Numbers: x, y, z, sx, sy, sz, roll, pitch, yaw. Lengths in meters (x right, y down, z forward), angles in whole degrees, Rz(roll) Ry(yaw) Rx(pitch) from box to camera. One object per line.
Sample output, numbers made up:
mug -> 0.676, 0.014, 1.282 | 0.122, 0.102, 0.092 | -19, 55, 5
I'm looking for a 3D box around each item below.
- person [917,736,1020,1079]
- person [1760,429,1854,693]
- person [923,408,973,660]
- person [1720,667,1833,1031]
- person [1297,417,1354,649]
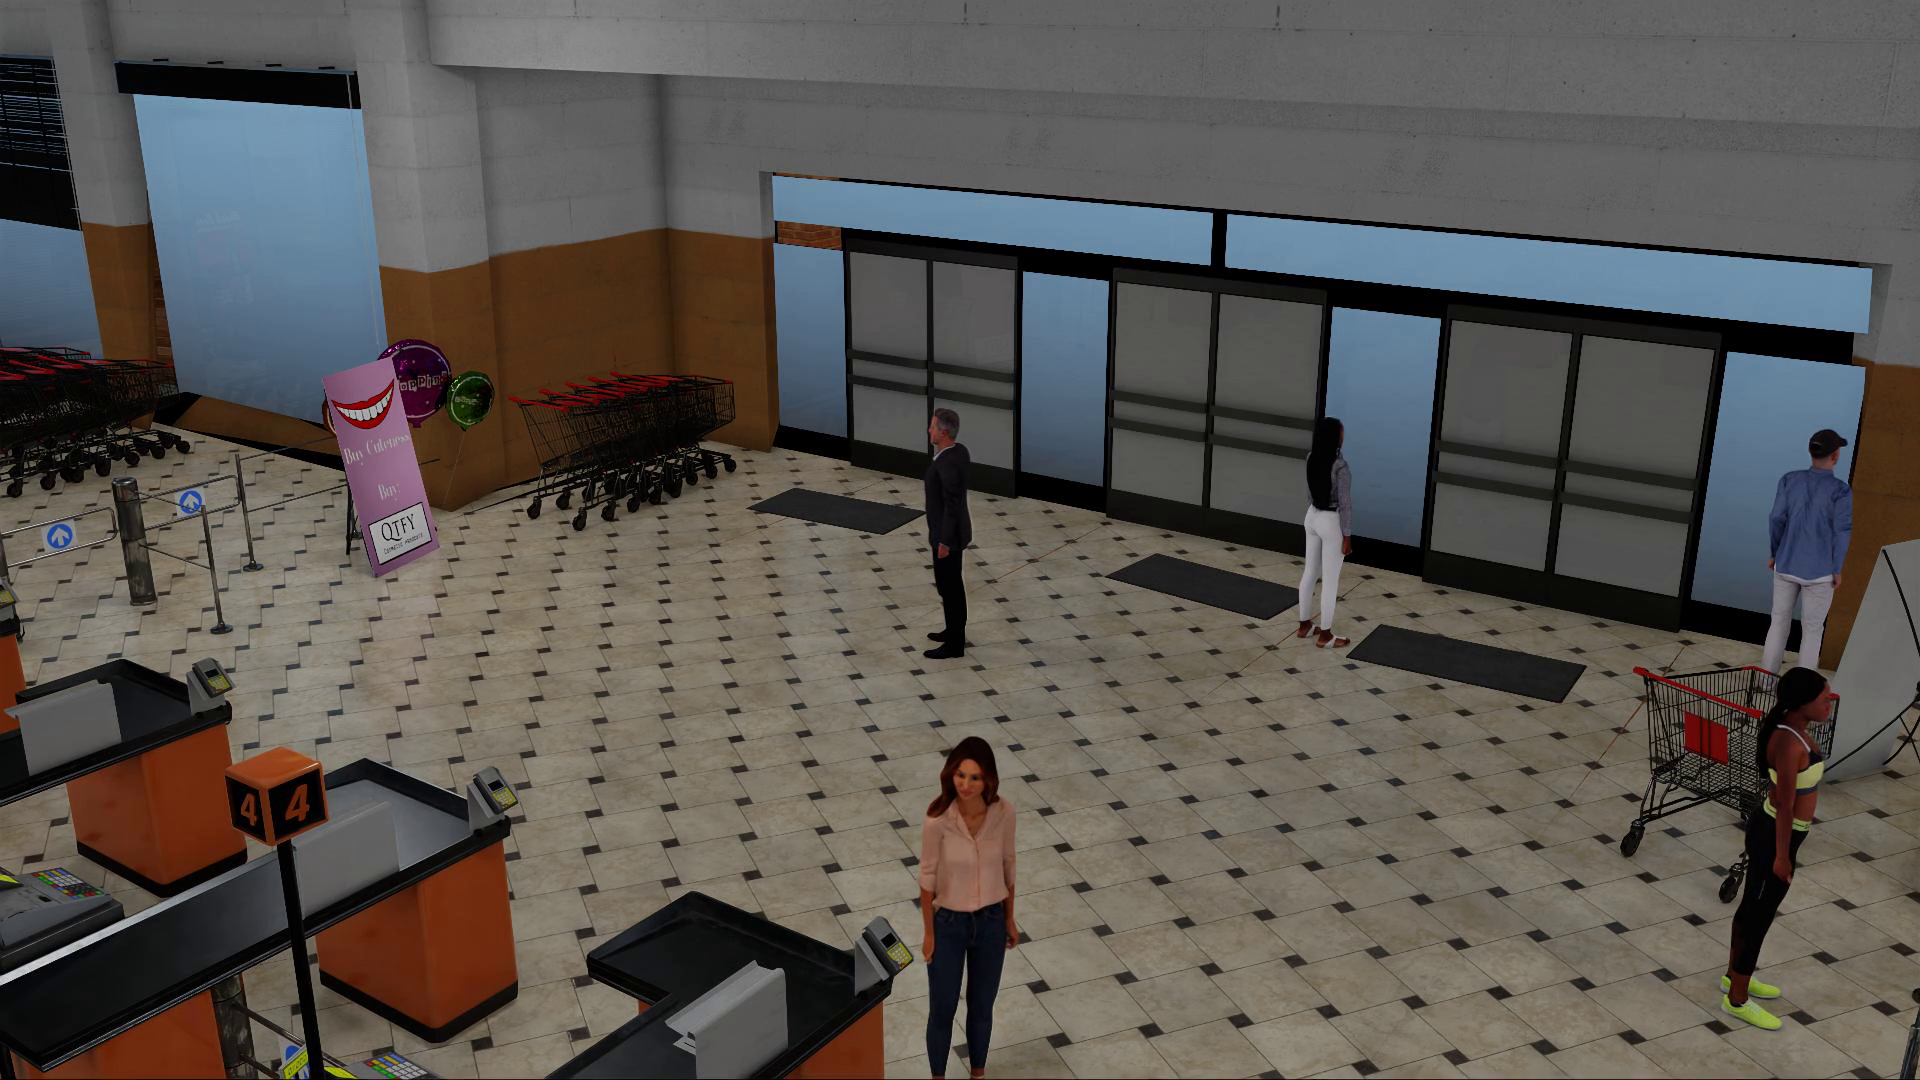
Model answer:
person -> 0.025, 1.633, 7.052 | 0.654, 1.790, 0.733 | -5, 19, -15
person -> 5.727, 0.163, 11.258 | 0.652, 1.888, 0.712 | -15, 24, -37
person -> -0.092, -0.062, 12.001 | 0.871, 1.839, 0.731 | 1, 19, 4
person -> 3.791, 1.409, 7.770 | 0.652, 1.755, 0.504 | 8, 20, 23
person -> 2.685, -0.069, 12.201 | 0.676, 1.725, 0.669 | -9, 21, -25
